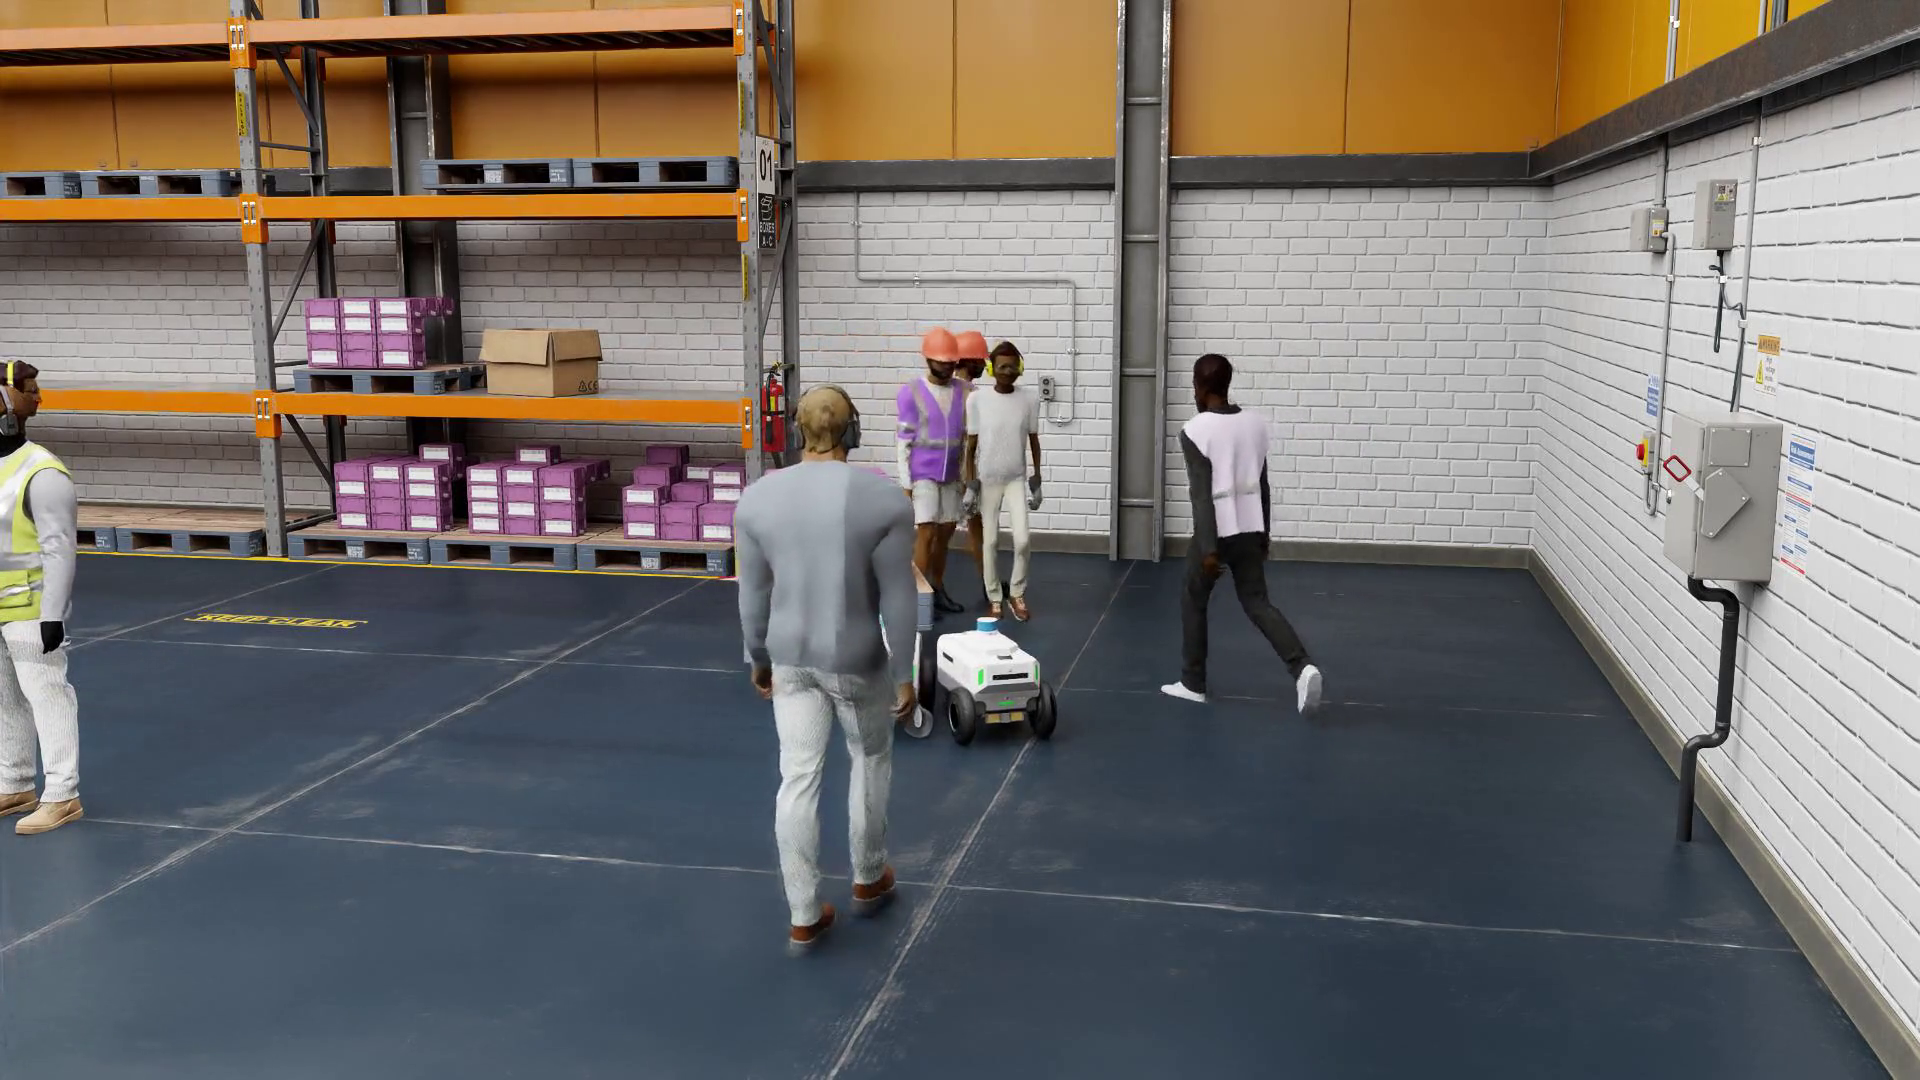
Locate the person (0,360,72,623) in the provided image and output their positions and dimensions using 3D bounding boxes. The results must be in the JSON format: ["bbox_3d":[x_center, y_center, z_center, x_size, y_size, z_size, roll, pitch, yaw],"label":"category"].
[{"bbox_3d":[-4.610,0.040,8.233,0.549,1.847,0.571,-6,11,-34],"label":"person"}]

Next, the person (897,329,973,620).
[{"bbox_3d":[-0.141,-0.416,10.860,0.539,1.908,0.575,-6,11,-34],"label":"person"}]

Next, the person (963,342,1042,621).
[{"bbox_3d":[0.273,-0.369,10.774,0.522,1.832,0.527,-1,9,-4],"label":"person"}]

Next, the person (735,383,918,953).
[{"bbox_3d":[-0.439,0.413,5.806,0.658,1.908,0.794,2,10,10],"label":"person"}]

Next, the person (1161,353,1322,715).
[{"bbox_3d":[1.460,-0.020,8.586,0.606,1.876,0.932,-6,11,-34],"label":"person"}]

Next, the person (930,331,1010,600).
[{"bbox_3d":[-0.015,-0.464,11.205,1.017,1.883,0.546,-5,11,-27],"label":"person"}]

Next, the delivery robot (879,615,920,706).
[{"bbox_3d":[-0.376,0.621,8.352,0.477,0.478,0.707,0,9,0],"label":"delivery robot"}]

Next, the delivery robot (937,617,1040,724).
[{"bbox_3d":[0.133,0.629,8.300,0.477,0.478,0.707,-3,10,-18],"label":"delivery robot"}]

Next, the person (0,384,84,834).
[{"bbox_3d":[-3.892,0.279,6.829,0.621,1.845,0.429,5,11,27],"label":"person"}]
